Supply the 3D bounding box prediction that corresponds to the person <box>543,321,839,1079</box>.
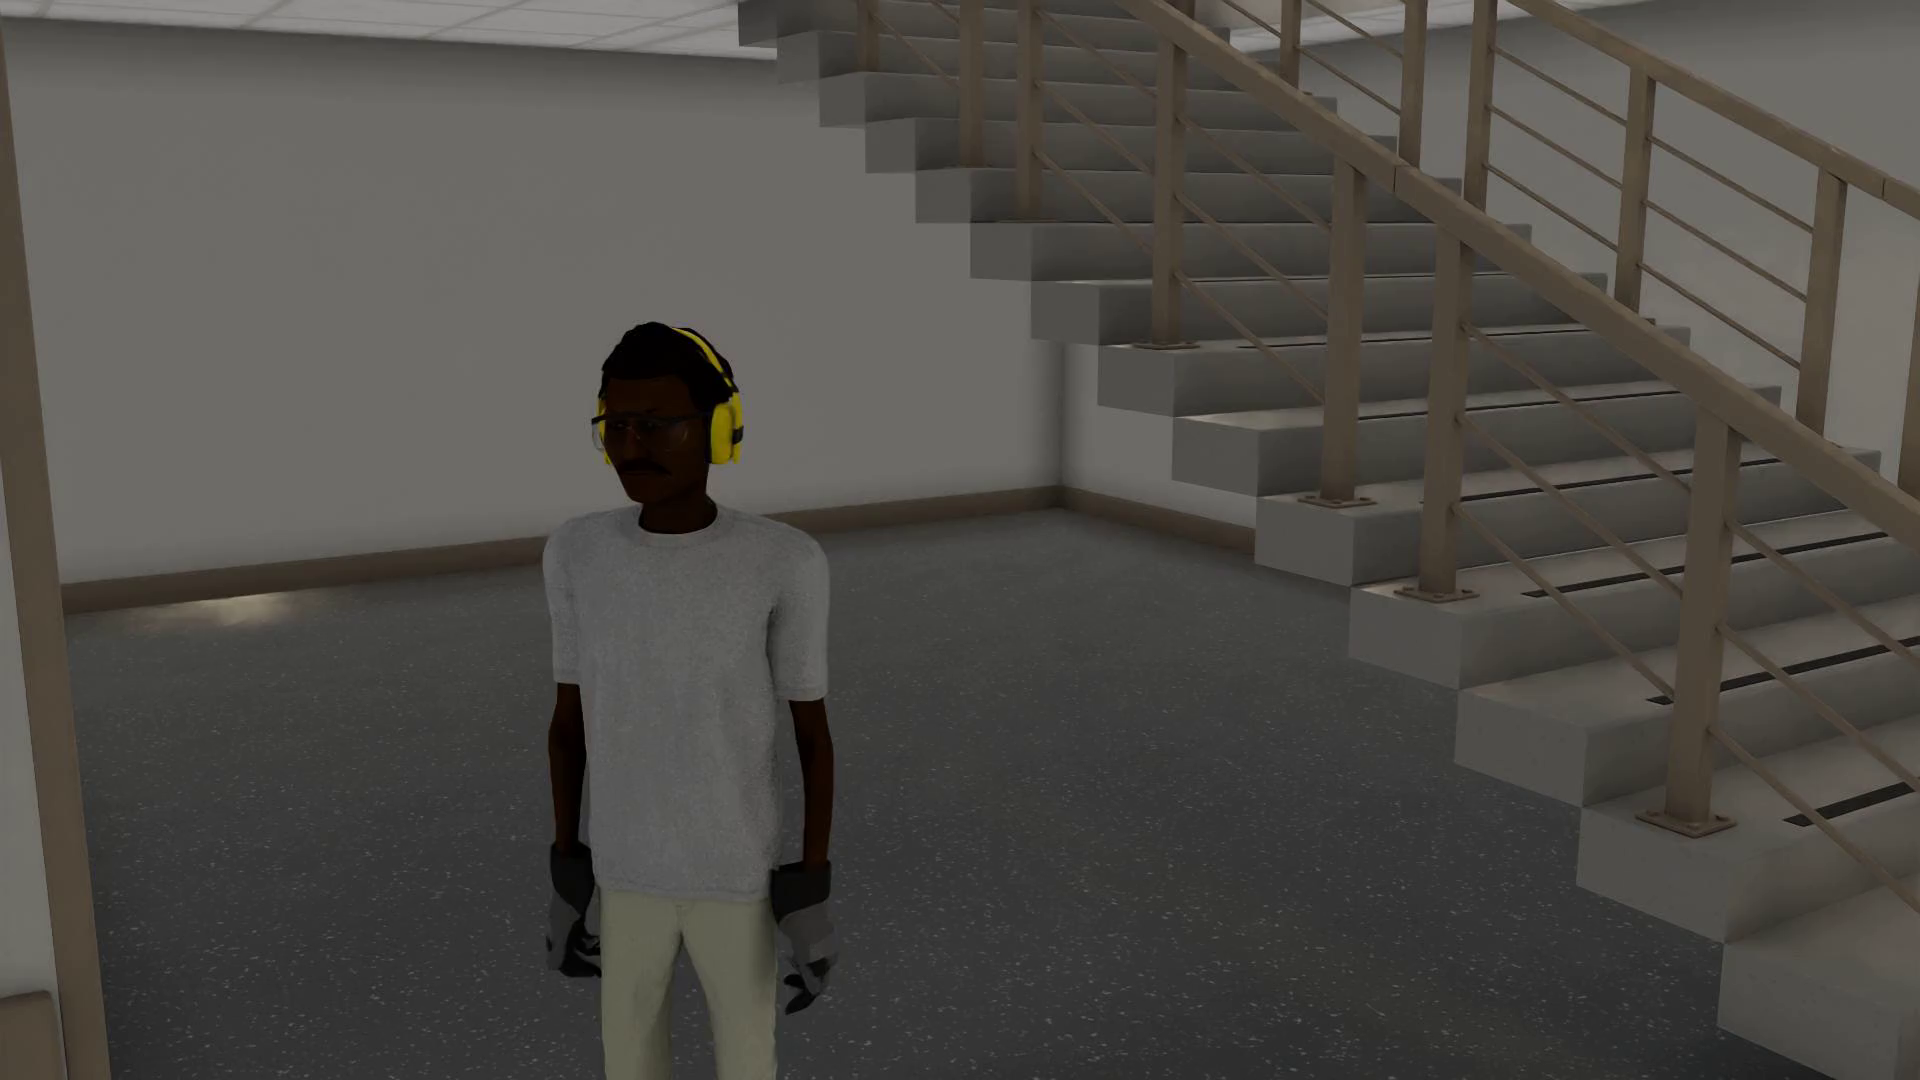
[{"bbox_3d":[-0.451,0.577,2.759,0.517,1.873,0.334,2,11,12],"label":"person"}]
